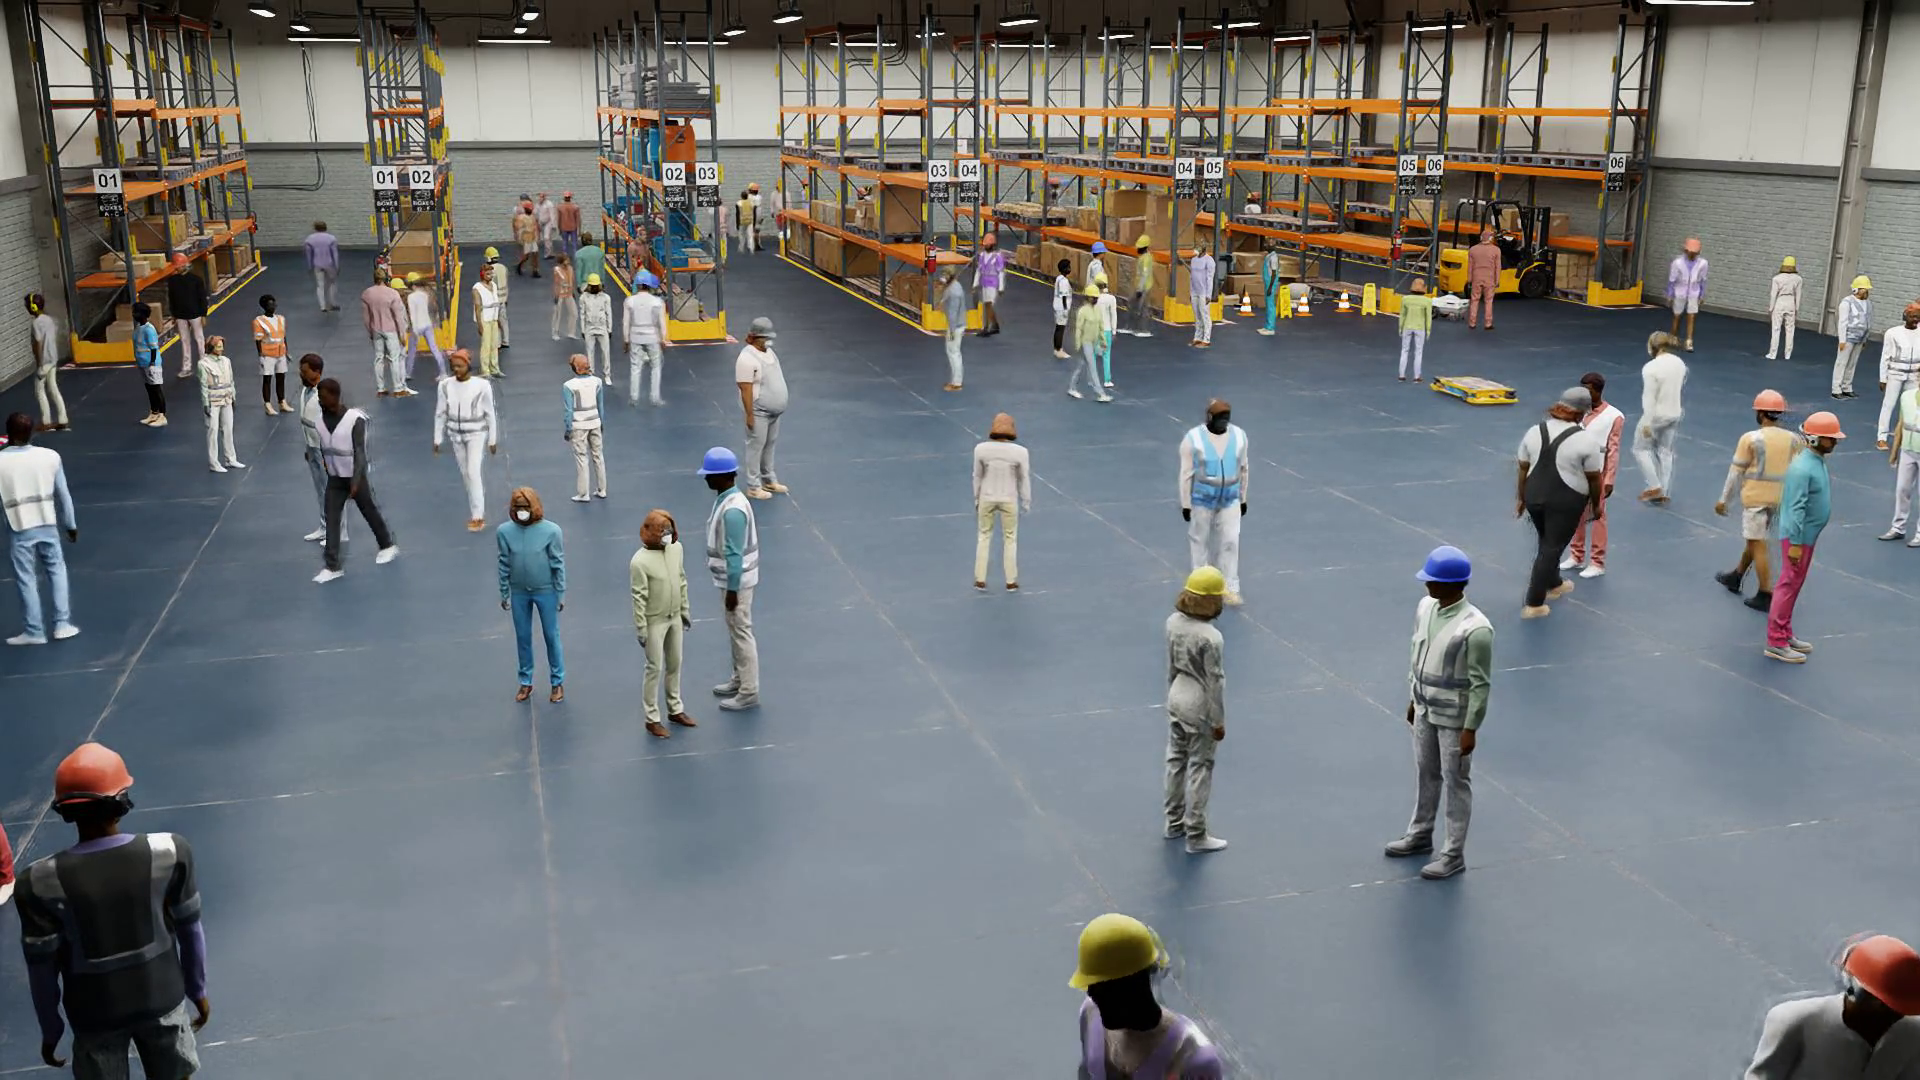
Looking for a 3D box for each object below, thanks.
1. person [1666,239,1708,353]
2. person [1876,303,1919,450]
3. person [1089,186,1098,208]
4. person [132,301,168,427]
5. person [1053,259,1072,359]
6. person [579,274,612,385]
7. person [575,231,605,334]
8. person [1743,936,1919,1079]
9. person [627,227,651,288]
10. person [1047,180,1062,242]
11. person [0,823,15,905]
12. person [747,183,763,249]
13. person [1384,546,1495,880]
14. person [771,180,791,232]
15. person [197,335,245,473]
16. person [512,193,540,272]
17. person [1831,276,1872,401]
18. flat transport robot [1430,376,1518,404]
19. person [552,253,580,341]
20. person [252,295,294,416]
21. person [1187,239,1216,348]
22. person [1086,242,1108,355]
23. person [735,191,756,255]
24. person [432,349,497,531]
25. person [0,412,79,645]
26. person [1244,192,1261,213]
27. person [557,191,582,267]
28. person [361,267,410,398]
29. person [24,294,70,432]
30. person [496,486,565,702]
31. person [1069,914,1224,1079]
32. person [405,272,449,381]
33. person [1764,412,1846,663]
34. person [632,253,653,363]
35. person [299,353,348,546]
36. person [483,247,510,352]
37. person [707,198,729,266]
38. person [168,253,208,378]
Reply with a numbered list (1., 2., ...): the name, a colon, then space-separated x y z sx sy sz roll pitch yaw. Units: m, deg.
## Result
1. person: 12.785 -4.308 29.308 0.631 1.984 0.881 4 16 16
2. person: 11.903 -2.051 20.982 0.569 1.877 0.361 2 15 8
3. person: 4.264 -10.476 53.163 0.288 1.625 0.495 -5 16 -19
4. person: -11.020 -2.386 22.570 0.318 1.700 0.535 -14 21 -43
5. person: 1.759 -3.968 28.526 0.319 1.695 0.538 -1 15 -5
6. person: -5.634 -3.260 25.796 0.486 1.738 0.321 -3 15 -10
7. person: -6.965 -4.840 31.368 0.629 1.933 0.364 -13 20 -41
8. person: 2.998 2.089 5.775 0.562 1.677 0.922 -2 15 -9
9. person: -6.274 -5.202 32.794 0.401 1.900 0.644 5 16 20
10. person: 2.918 -10.197 51.550 0.833 1.924 0.621 -9 18 -31
11. person: -5.509 1.182 9.044 0.522 1.757 0.351 3 15 11
12. person: -6.143 -9.603 49.289 0.595 1.925 0.373 -1 15 -4
13. person: 2.752 0.970 9.472 0.402 1.944 0.605 -6 16 -20
14. person: -5.475 -10.106 51.158 0.636 1.956 0.814 5 16 17
15. person: -8.845 -1.626 19.842 0.313 1.634 0.514 5 16 18
16. person: -11.087 -7.862 42.520 0.674 2.000 0.535 -3 15 -12
17. person: 13.183 -2.972 24.541 0.587 1.821 0.404 -8 17 -27
18. flat transport robot: 7.652 -2.244 24.775 0.652 0.197 1.431 -3 15 -12
19. person: -7.254 -4.464 30.553 0.646 1.606 0.627 8 17 28
20. person: -9.659 -2.603 23.413 0.323 1.688 0.568 8 17 27
21. person: 4.311 -4.400 29.719 0.368 1.932 0.623 -8 17 -28
22. person: 2.377 -4.193 28.888 0.379 1.951 0.607 -2 15 -6
23. person: -6.091 -9.033 47.424 0.637 1.797 0.964 -7 16 -23
24. person: -5.121 -1.012 17.075 0.597 1.861 0.711 3 15 12
25. person: -7.596 -0.074 13.511 0.405 1.899 0.771 14 20 42
26. person: 7.938 -8.448 45.031 0.564 1.896 0.984 -4 15 -15
27. person: -10.333 -8.236 44.053 0.634 1.979 0.434 -2 15 -8
28. person: -8.527 -3.074 24.700 0.631 1.939 0.369 3 15 12
29. person: -12.237 -2.355 22.168 0.520 1.852 0.579 -1 15 -2
30. person: -3.143 0.396 12.243 0.500 1.627 0.278 1 15 4
31. person: 0.628 2.114 5.303 0.389 1.889 0.735 -13 20 -40
32. person: -8.507 -3.357 26.196 0.939 1.711 0.534 6 16 21
33. person: 6.683 -0.036 13.161 0.396 1.992 0.623 11 18 35
34. person: -5.323 -3.897 27.972 0.389 1.846 0.565 -2 15 -8
35. person: -6.364 -0.912 16.599 0.593 1.922 0.392 14 20 43
36. person: -8.172 -4.224 29.229 0.404 1.830 0.603 6 16 20
37. person: -6.417 -8.184 44.153 0.643 1.830 0.442 -9 17 -31
38. person: -12.295 -3.573 26.493 0.613 1.983 0.406 2 15 8
